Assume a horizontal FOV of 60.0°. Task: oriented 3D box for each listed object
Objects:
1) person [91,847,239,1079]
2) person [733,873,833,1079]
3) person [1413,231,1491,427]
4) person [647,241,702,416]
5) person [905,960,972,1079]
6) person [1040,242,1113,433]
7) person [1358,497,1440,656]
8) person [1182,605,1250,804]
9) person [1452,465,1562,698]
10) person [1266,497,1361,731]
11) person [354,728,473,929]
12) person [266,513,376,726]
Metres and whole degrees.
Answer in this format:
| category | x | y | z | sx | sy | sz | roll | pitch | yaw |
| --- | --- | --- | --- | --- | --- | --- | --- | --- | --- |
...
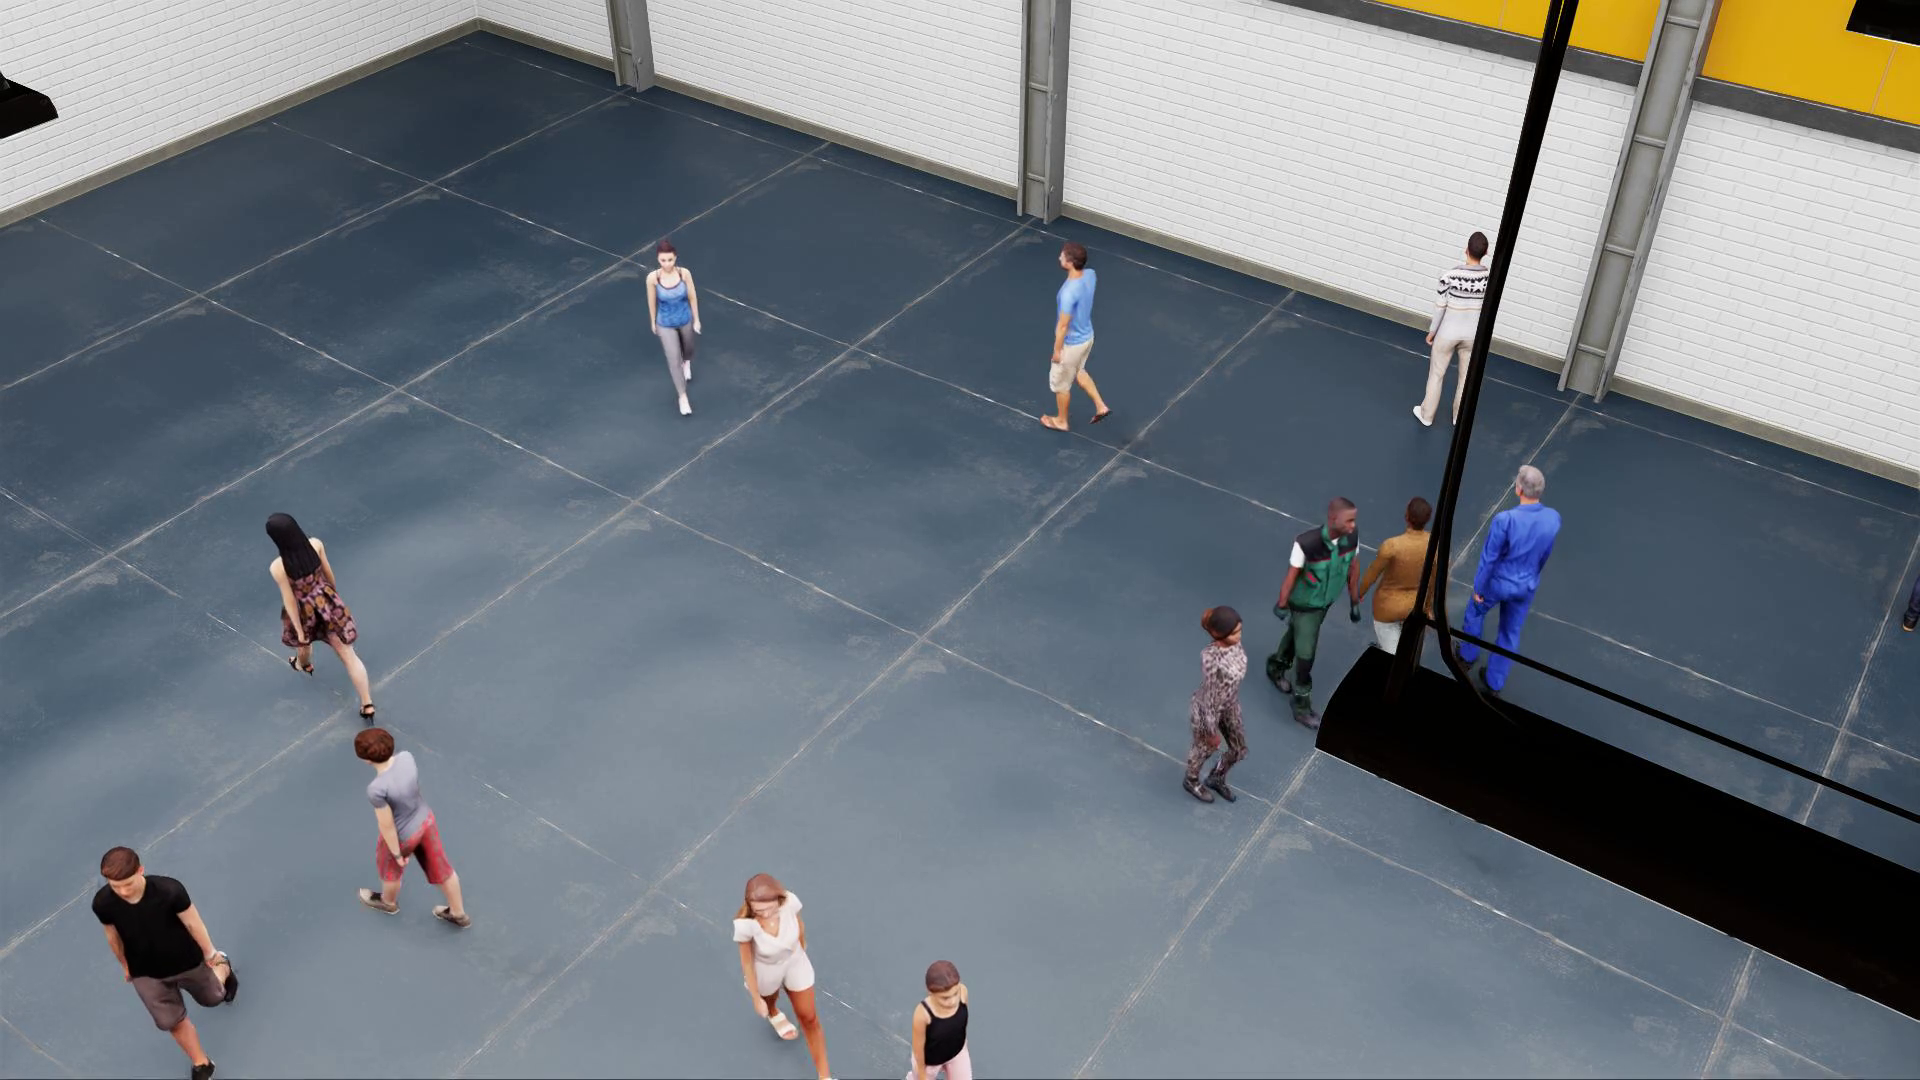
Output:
| category | x | y | z | sx | sy | sz | roll | pitch | yaw |
| --- | --- | --- | --- | --- | --- | --- | --- | --- | --- |
| person | -4.420 | 2.279 | 9.334 | 1.116 | 1.839 | 1.197 | -8 | 39 | -10 |
| person | -1.075 | 2.365 | 9.379 | 0.902 | 1.648 | 1.155 | -22 | 43 | -25 |
| person | 4.332 | -1.811 | 14.437 | 0.716 | 1.861 | 0.830 | 1 | 39 | 1 |
| person | -2.540 | -1.967 | 14.854 | 0.975 | 1.585 | 1.088 | -10 | 40 | -12 |
| person | -0.152 | 2.740 | 9.010 | 0.805 | 1.522 | 1.088 | -21 | 43 | -24 |
| person | 1.050 | -1.707 | 14.312 | 0.862 | 1.855 | 0.657 | 22 | 44 | 25 |
| person | 3.077 | 0.514 | 11.578 | 0.960 | 1.796 | 1.028 | -7 | 39 | -8 |
| person | 1.608 | 1.080 | 10.945 | 0.641 | 1.702 | 0.702 | -30 | 47 | -32 |
| person | 3.921 | 0.372 | 11.757 | 0.967 | 1.795 | 1.026 | -5 | 39 | -7 |
| person | 2.435 | 0.385 | 11.738 | 0.950 | 1.798 | 1.121 | -19 | 42 | -22 |
| person | -3.277 | 1.797 | 10.111 | 0.998 | 1.622 | 0.653 | 19 | 42 | 23 |
| person | -4.408 | 0.584 | 11.563 | 1.196 | 1.706 | 0.650 | 27 | 46 | 29 |
